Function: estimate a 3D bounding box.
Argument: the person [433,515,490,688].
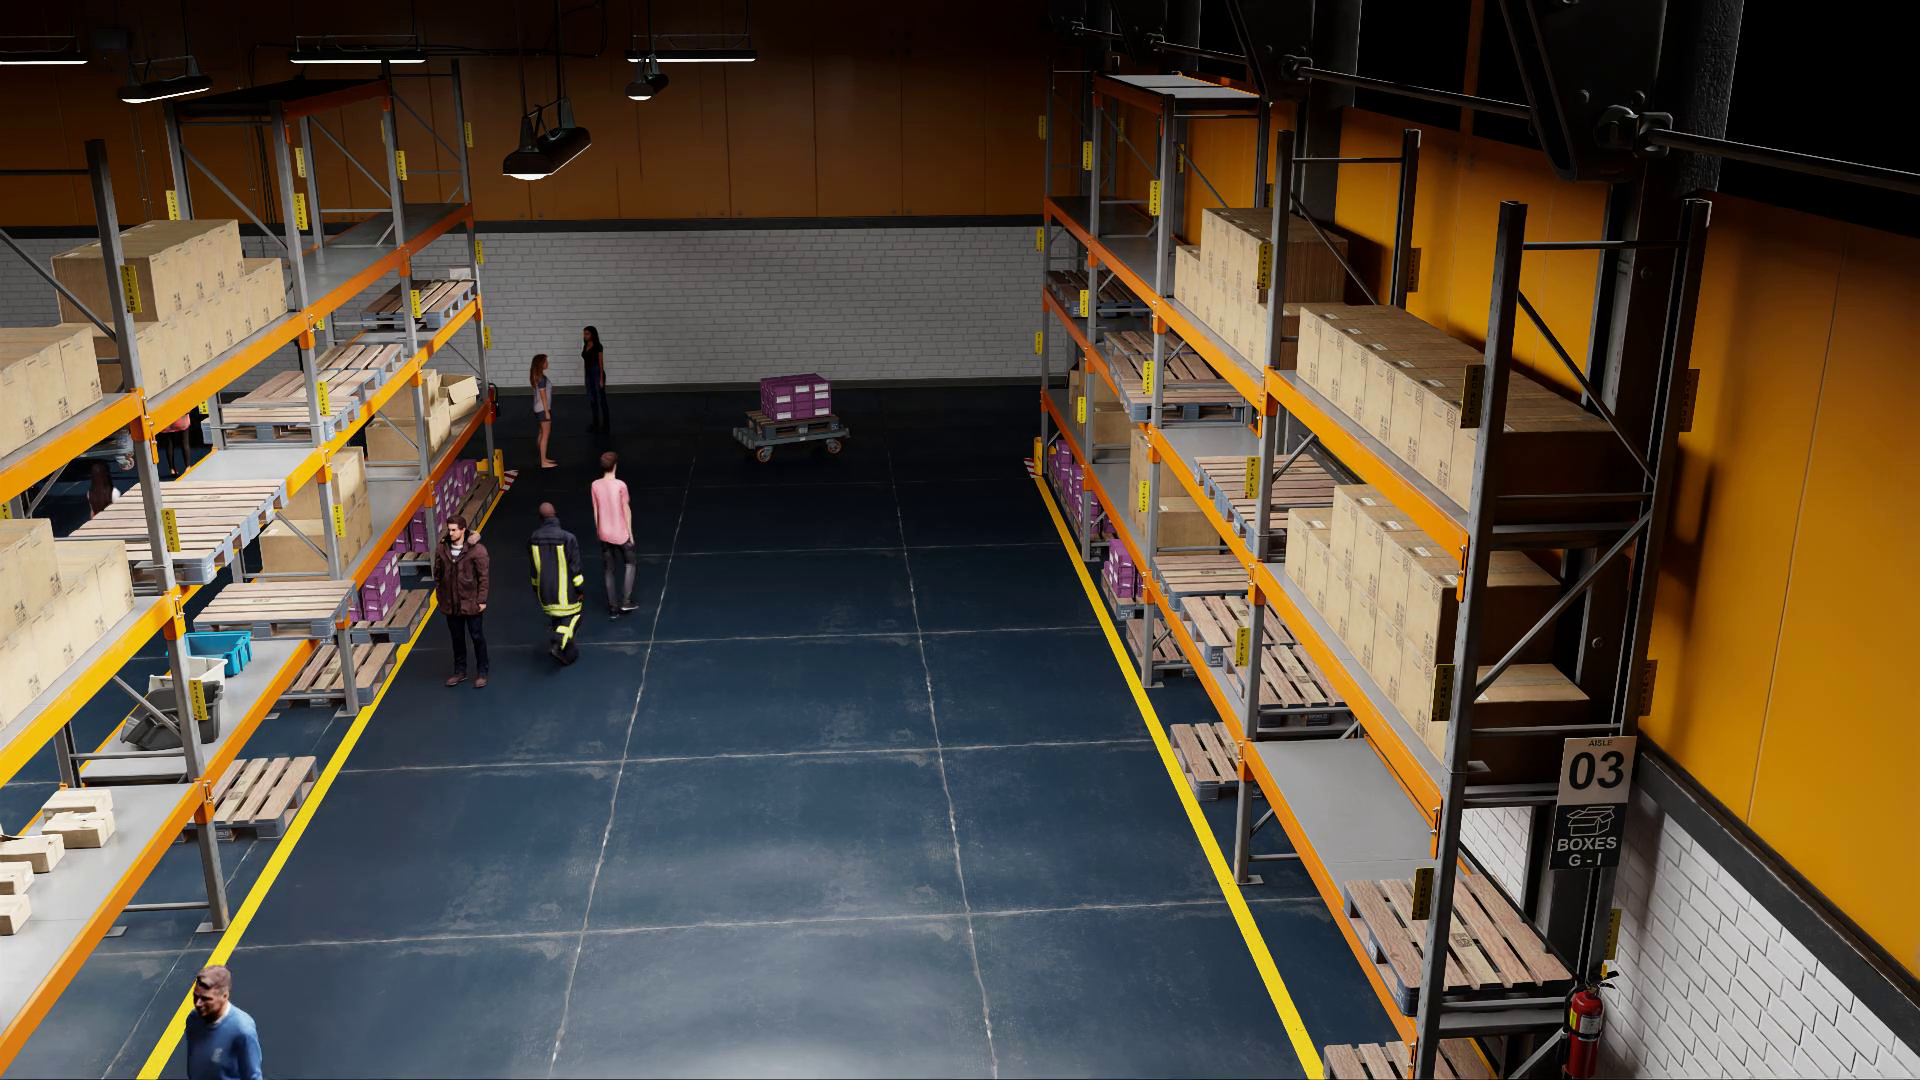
[{"bbox_3d":[-5.142,0.614,17.218,0.824,1.848,0.775,3,19,9],"label":"person"}]

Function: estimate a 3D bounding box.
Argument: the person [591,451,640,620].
[{"bbox_3d":[-3.984,-0.026,18.960,0.733,1.949,0.730,4,19,12],"label":"person"}]

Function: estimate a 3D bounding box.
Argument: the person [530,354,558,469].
[{"bbox_3d":[-6.301,-1.954,25.031,0.722,1.728,0.584,-8,20,-22],"label":"person"}]

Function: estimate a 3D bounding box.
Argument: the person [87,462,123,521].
[{"bbox_3d":[-9.826,-0.041,19.279,0.638,1.774,0.590,3,19,8],"label":"person"}]

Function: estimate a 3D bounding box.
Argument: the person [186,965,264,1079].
[{"bbox_3d":[-4.168,3.207,9.597,0.995,1.798,1.165,8,20,23],"label":"person"}]

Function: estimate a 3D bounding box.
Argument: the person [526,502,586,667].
[{"bbox_3d":[-4.294,0.509,17.616,0.919,1.793,1.001,5,19,15],"label":"person"}]

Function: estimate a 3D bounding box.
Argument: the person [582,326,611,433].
[{"bbox_3d":[-5.922,-2.627,27.022,0.654,1.733,0.701,12,22,31],"label":"person"}]
